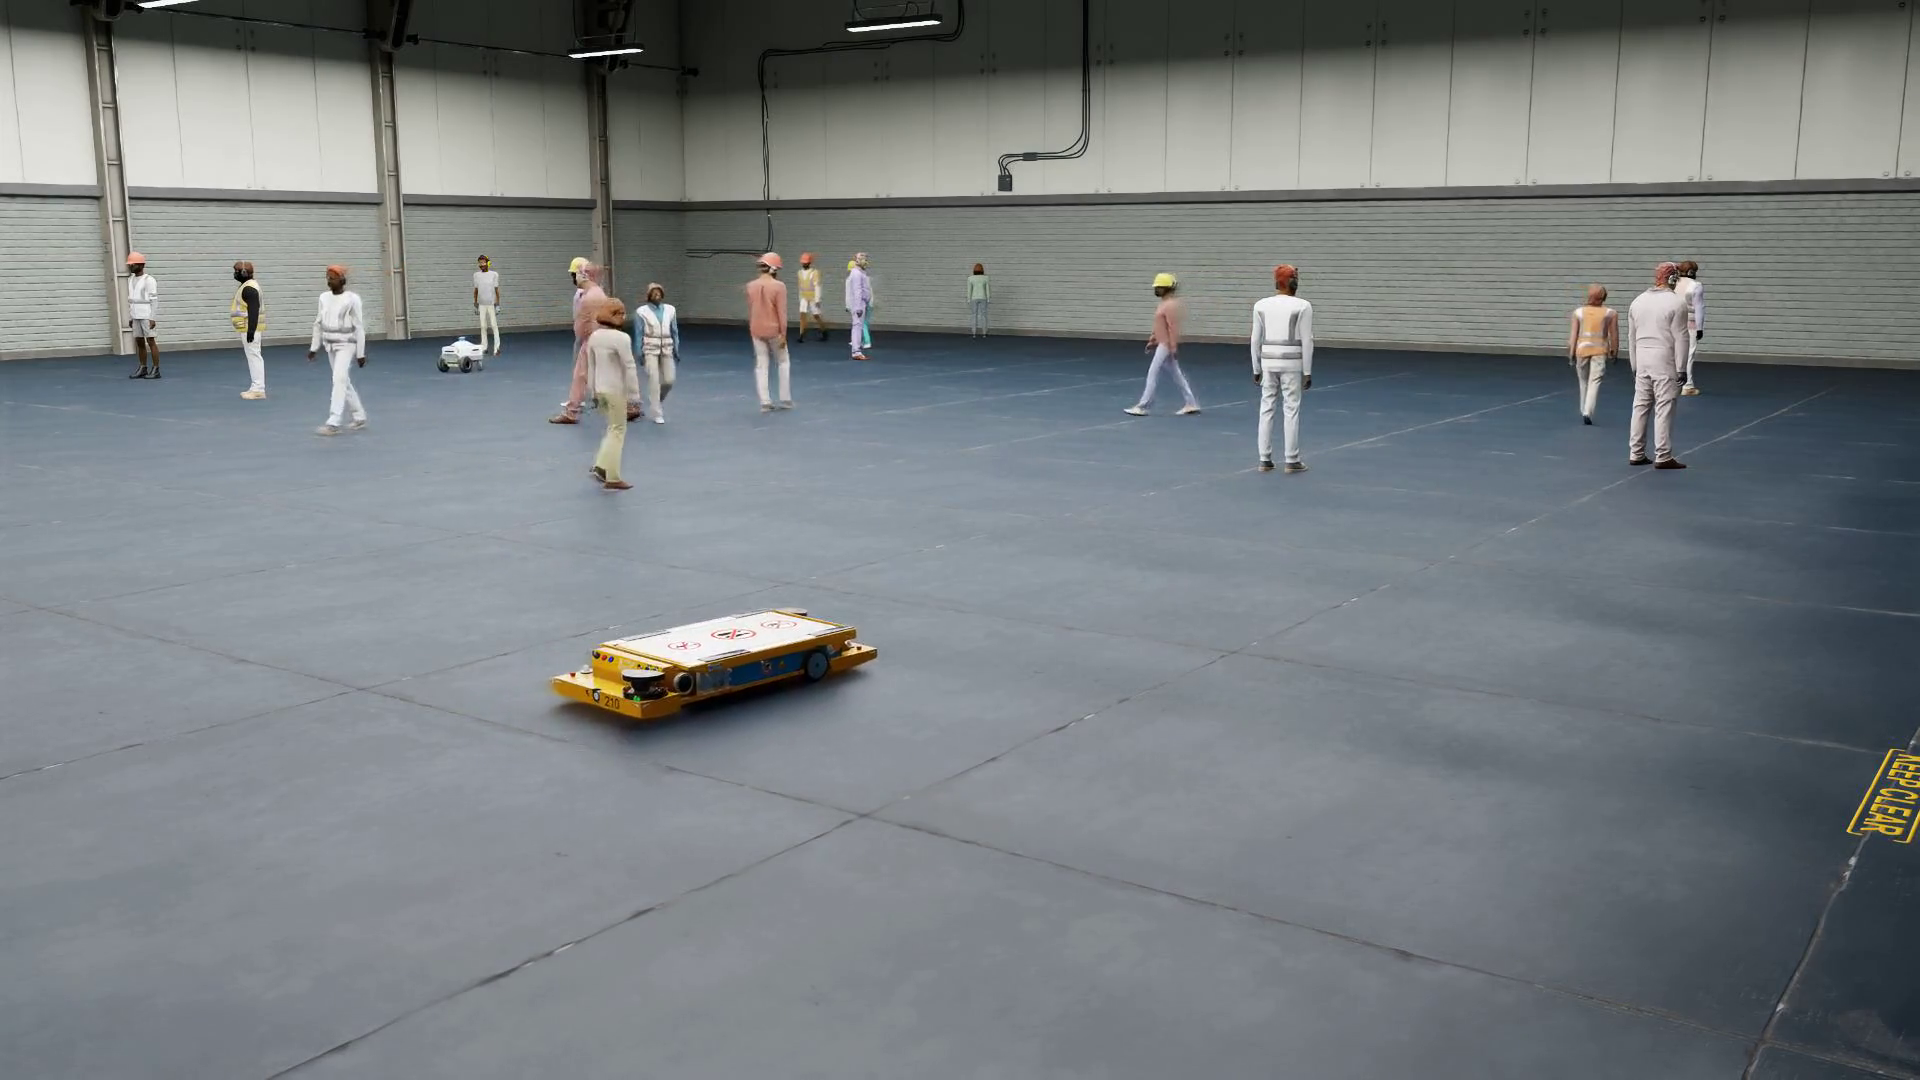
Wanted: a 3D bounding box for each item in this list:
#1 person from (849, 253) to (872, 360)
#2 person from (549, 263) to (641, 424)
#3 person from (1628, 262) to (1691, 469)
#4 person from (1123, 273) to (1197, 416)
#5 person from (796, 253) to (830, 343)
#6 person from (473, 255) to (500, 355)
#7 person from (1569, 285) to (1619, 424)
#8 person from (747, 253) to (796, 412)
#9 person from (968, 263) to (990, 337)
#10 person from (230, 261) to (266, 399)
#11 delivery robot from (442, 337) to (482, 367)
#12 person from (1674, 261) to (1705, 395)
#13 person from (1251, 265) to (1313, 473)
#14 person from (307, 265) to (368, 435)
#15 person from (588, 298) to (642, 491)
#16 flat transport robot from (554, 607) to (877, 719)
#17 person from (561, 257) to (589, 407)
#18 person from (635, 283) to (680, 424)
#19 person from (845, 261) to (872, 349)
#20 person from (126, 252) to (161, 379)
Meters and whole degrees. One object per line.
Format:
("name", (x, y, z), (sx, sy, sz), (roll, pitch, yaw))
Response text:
("person", (-1.772, -4.163, 29.692), (0.399, 1.905, 0.643), (0, 10, -3))
("person", (-4.209, -2.261, 19.223), (1.026, 1.857, 0.642), (-1, 10, -5))
("person", (6.492, -1.612, 15.406), (0.410, 1.905, 0.641), (-5, 11, -25))
("person", (2.469, -2.349, 20.070), (0.922, 1.721, 0.527), (0, 10, 0))
("person", (-3.126, -5.077, 34.890), (0.590, 1.891, 0.973), (6, 12, 28))
("person", (-8.807, -4.364, 30.962), (0.509, 1.859, 0.312), (1, 10, 6))
("person", (7.325, -2.151, 19.260), (0.527, 1.599, 0.833), (6, 12, 30))
("person", (-2.345, -2.581, 20.672), (0.605, 1.953, 0.708), (4, 11, 22))
("person", (0.417, -5.300, 36.813), (0.497, 1.633, 0.279), (0, 10, 1))
("person", (-9.526, -2.807, 22.271), (0.429, 1.842, 0.634), (-5, 11, -25))
("delivery robot", (-8.058, -3.043, 26.933), (0.477, 0.478, 0.707), (3, 11, 18))
("person", (9.960, -2.914, 22.889), (0.429, 1.837, 0.621), (-6, 12, -31))
("person", (2.928, -1.550, 15.117), (0.577, 1.881, 0.349), (7, 12, 34))
("person", (-6.837, -2.097, 18.292), (0.580, 1.848, 0.853), (6, 12, 29))
("person", (-2.904, -1.218, 14.008), (0.368, 1.622, 0.508), (-10, 14, -43))
("flat transport robot", (-1.126, 0.552, 7.852), (0.652, 0.197, 1.431), (9, 14, 42))
("person", (-4.693, -2.637, 21.146), (0.747, 1.906, 0.599), (1, 10, 5))
("person", (-3.521, -2.166, 19.276), (0.525, 1.622, 0.446), (-7, 12, -32))
("person", (-2.031, -4.660, 32.973), (0.548, 1.717, 0.802), (-10, 14, -44))
("person", (-12.551, -3.431, 25.497), (0.548, 1.937, 0.358), (4, 11, 23))
